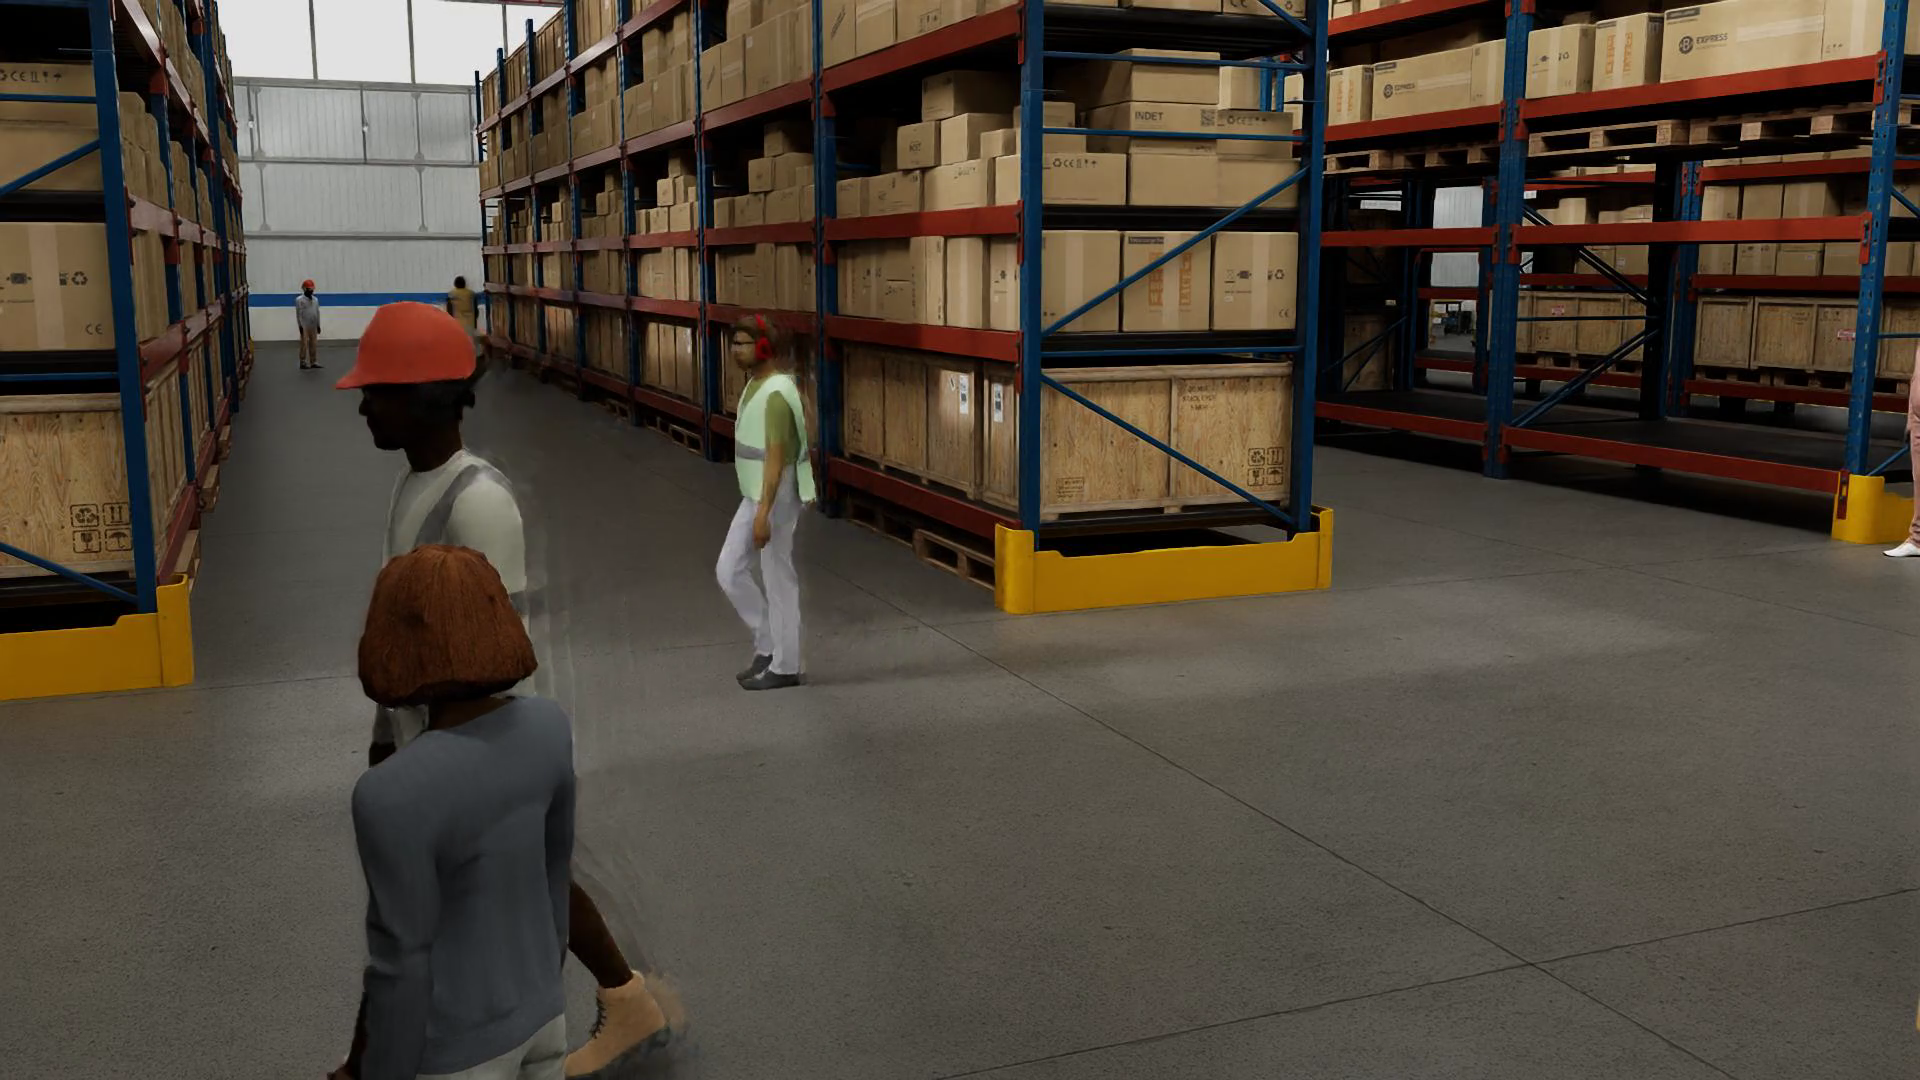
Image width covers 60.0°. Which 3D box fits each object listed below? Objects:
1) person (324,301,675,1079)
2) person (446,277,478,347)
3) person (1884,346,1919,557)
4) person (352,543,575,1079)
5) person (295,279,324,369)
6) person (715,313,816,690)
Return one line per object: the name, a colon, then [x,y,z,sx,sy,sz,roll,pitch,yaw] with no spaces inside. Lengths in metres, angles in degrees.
person: [-1.180,0.436,3.946,1.072,1.996,0.622,-5,11,-27]
person: [-9.826,-4.298,32.886,0.621,1.799,0.976,-4,10,-24]
person: [6.745,-0.774,11.433,0.406,1.902,0.637,-2,10,-12]
person: [-0.798,0.815,2.709,0.281,1.634,0.498,3,10,19]
person: [-12.679,-4.202,32.438,0.361,1.742,0.563,4,10,22]
person: [-0.954,-0.170,8.005,0.490,1.827,0.601,-3,10,-20]
